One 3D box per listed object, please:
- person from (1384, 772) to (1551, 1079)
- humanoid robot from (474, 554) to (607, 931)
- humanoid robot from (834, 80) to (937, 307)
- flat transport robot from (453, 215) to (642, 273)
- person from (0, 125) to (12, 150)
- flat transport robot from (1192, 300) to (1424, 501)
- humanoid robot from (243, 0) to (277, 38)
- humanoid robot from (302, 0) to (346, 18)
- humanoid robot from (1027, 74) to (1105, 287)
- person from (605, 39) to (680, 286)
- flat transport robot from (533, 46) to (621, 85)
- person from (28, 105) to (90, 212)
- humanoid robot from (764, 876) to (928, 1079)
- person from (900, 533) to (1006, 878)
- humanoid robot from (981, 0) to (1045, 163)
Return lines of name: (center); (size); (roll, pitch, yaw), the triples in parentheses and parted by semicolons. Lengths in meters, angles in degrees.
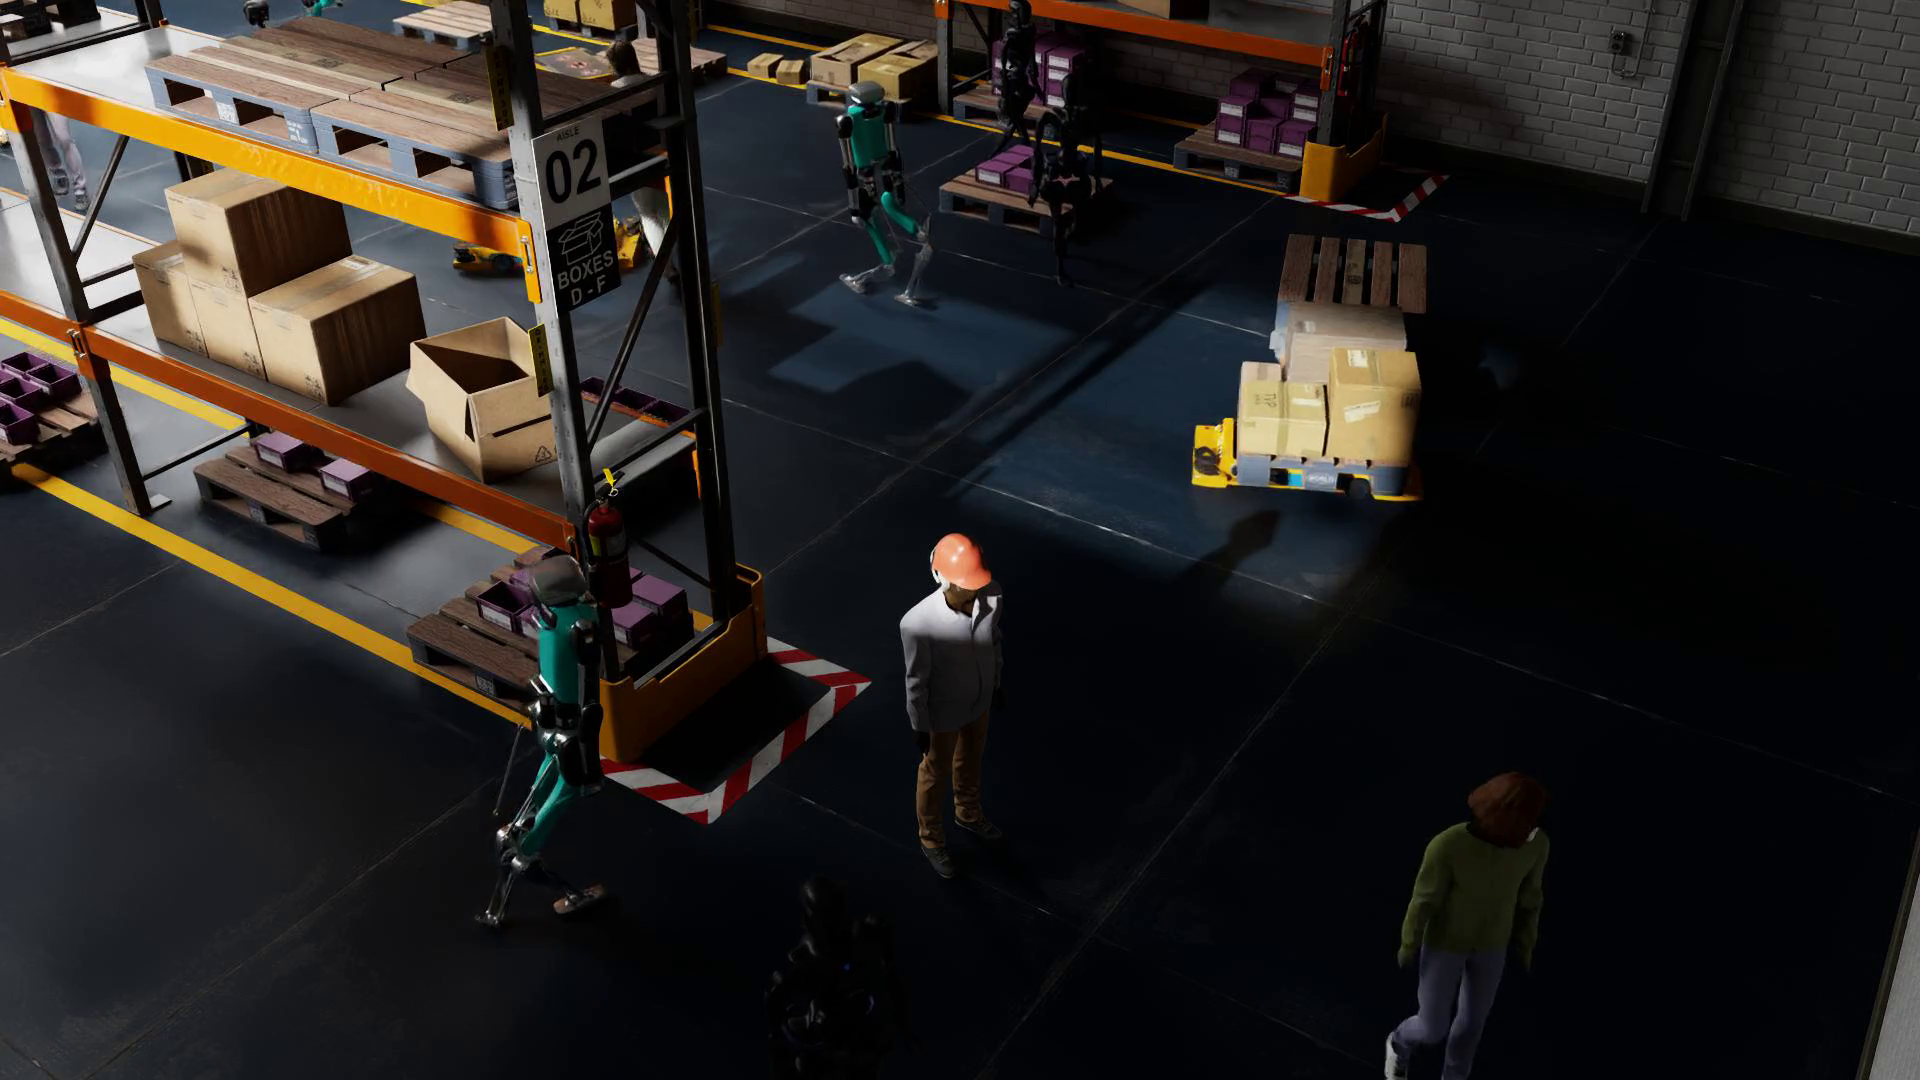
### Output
person: (1.915, 1.547, 6.255); (0.530, 1.611, 0.351); (-5, 33, -8)
humanoid robot: (-1.849, 0.986, 7.097); (0.808, 1.886, 0.546); (-20, 38, -28)
humanoid robot: (-0.533, -2.497, 12.363); (0.551, 1.733, 1.008); (-28, 42, -36)
flat transport robot: (-3.360, -2.424, 13.598); (1.431, 0.231, 0.659); (-1, 33, -2)
person: (-9.097, -4.577, 15.505); (0.631, 1.788, 0.947); (-21, 39, -29)
flat transport robot: (2.229, -0.536, 10.696); (1.431, 0.231, 0.659); (5, 33, 7)
humanoid robot: (-6.048, -3.900, 14.594); (0.661, 1.637, 0.598); (-2, 33, -3)
humanoid robot: (-6.721, -5.705, 17.292); (1.017, 1.732, 0.546); (20, 38, 28)
humanoid robot: (0.813, -2.856, 13.002); (0.616, 1.637, 0.690); (-7, 34, -11)
person: (-2.382, -2.903, 12.860); (0.709, 1.890, 0.882); (-17, 37, -24)
flat transport robot: (-4.011, -4.869, 17.356); (0.659, 0.231, 1.431); (-22, 39, -30)
person: (-7.895, -3.816, 14.251); (0.512, 1.928, 0.757); (-10, 34, -15)
humanoid robot: (-0.400, 1.787, 5.836); (0.602, 1.649, 0.327); (-23, 40, -31)
person: (-0.002, 0.716, 7.411); (0.562, 1.751, 0.329); (-28, 42, -36)
humanoid robot: (0.508, -4.016, 14.814); (0.791, 1.635, 0.615); (19, 38, 27)
